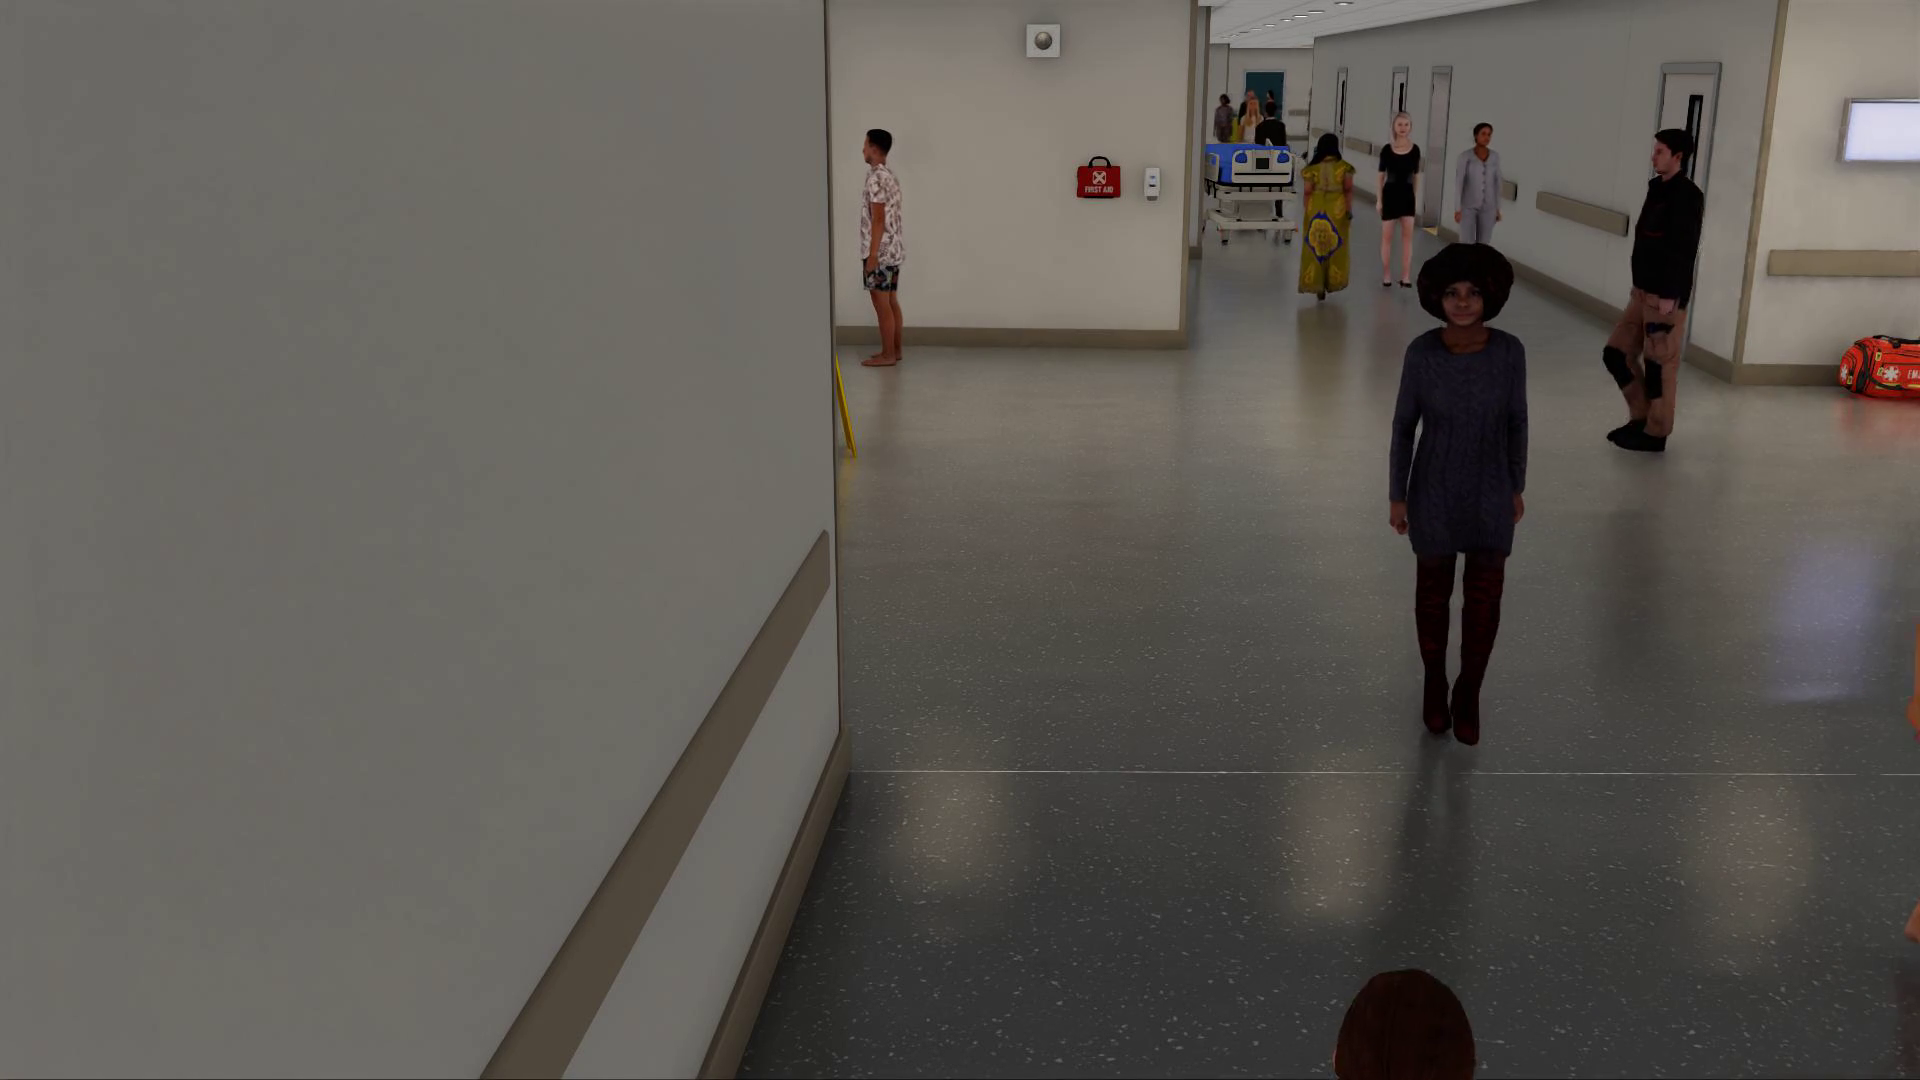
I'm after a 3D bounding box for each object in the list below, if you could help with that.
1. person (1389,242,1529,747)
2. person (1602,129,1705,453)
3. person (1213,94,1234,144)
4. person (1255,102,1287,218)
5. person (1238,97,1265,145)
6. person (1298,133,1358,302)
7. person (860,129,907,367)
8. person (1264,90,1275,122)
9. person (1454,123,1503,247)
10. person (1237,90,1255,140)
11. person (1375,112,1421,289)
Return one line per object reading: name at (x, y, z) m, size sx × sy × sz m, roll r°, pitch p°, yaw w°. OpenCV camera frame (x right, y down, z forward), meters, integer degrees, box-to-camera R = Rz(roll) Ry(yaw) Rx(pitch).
person at (1.699, -0.163, 5.706) m, size 0.603 × 1.697 × 0.712 m, roll 4°, pitch 16°, yaw 13°
person at (4.259, -1.468, 9.929) m, size 0.695 × 1.916 × 0.760 m, roll -1°, pitch 16°, yaw -4°
person at (6.335, -9.770, 39.769) m, size 0.713 × 1.703 × 0.784 m, roll 9°, pitch 18°, yaw 29°
person at (4.733, -5.718, 25.241) m, size 0.952 × 1.788 × 0.899 m, roll -3°, pitch 16°, yaw -11°
person at (4.981, -6.658, 28.594) m, size 1.122 × 1.777 × 0.703 m, roll 1°, pitch 16°, yaw 3°
person at (3.662, -3.195, 16.584) m, size 1.139 × 1.629 × 0.811 m, roll 2°, pitch 16°, yaw 8°
person at (-0.601, -2.288, 13.025) m, size 0.603 × 1.815 × 0.697 m, roll 4°, pitch 16°, yaw 13°
person at (10.052, -13.633, 53.603) m, size 0.949 × 1.632 × 0.591 m, roll 1°, pitch 16°, yaw 4°
person at (5.391, -3.486, 17.444) m, size 0.750 × 1.723 × 0.777 m, roll -2°, pitch 16°, yaw -6°
person at (6.628, -9.351, 38.094) m, size 1.006 × 1.806 × 0.900 m, roll 9°, pitch 18°, yaw 29°
person at (4.596, -3.563, 17.566) m, size 0.889 × 1.805 × 0.724 m, roll 0°, pitch 16°, yaw 1°
